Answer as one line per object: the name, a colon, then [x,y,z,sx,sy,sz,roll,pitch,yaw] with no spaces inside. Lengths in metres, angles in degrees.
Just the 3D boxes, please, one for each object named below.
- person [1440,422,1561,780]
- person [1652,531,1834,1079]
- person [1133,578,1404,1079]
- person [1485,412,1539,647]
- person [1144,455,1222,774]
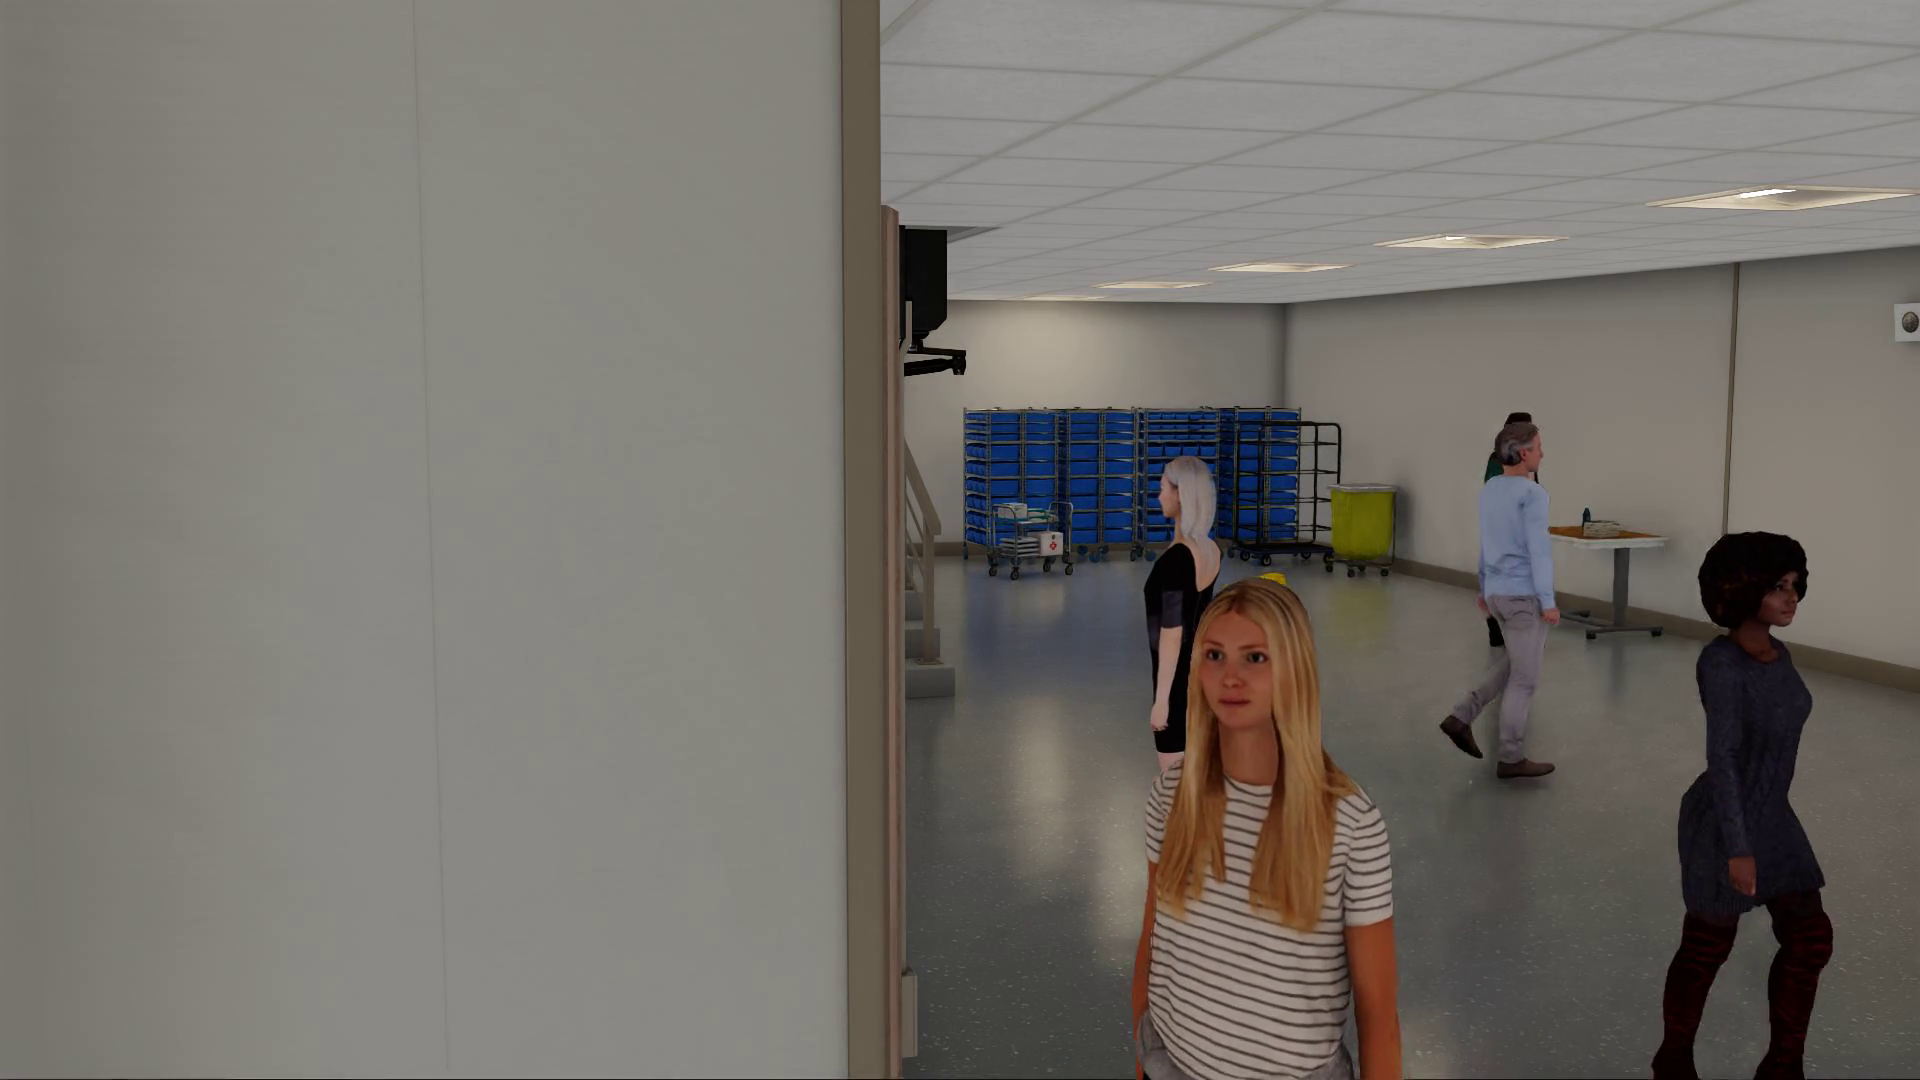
person: [2.838,0.328,8.722,0.781,1.879,0.796,-1,6,-8]
person: [2.126,0.823,4.715,0.743,1.696,0.822,-4,7,-36]
person: [0.516,0.970,2.724,1.062,1.802,1.121,3,7,30]
person: [4.322,-0.082,12.979,0.727,1.838,0.557,-3,6,-24]
person: [0.871,0.595,6.328,0.719,1.827,0.647,3,6,25]
